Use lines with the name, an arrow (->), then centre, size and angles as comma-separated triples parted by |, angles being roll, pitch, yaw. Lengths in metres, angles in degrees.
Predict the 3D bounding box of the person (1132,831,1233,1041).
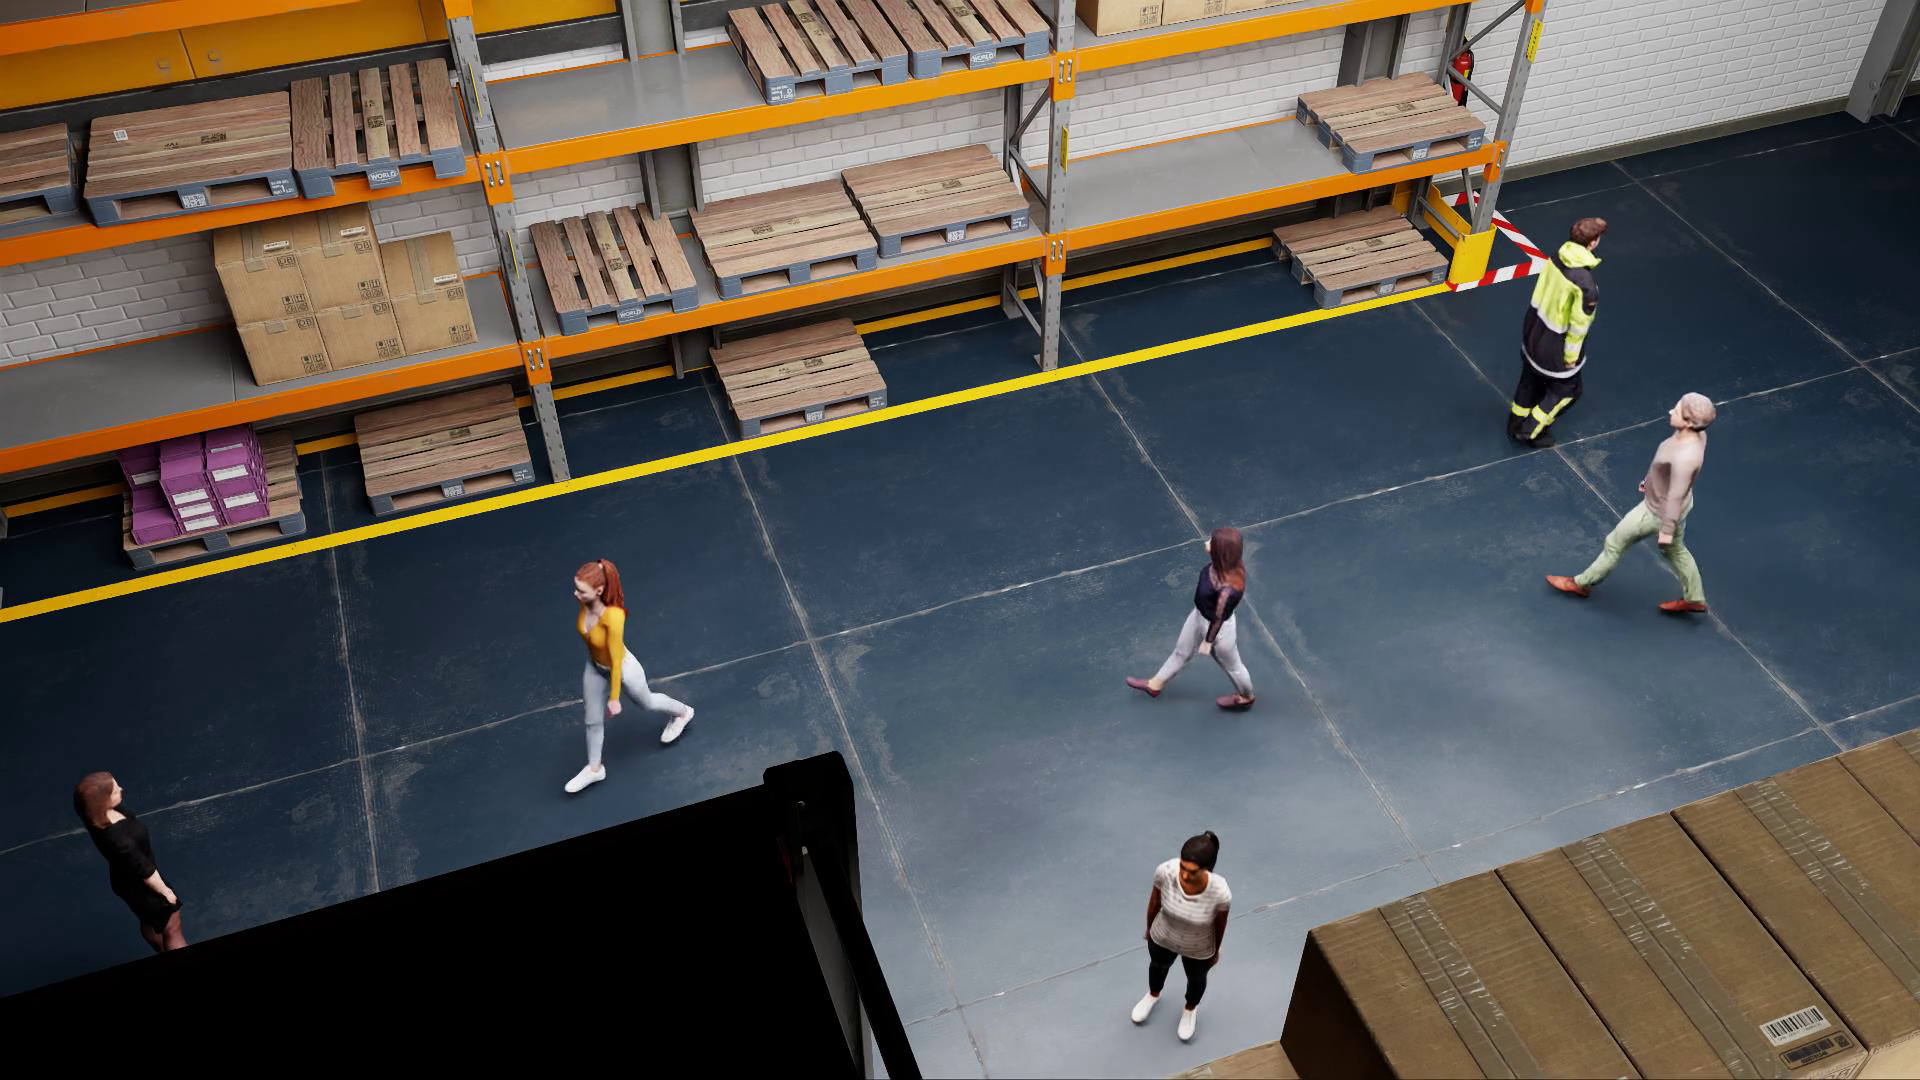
person -> 1.187, 2.081, 8.777 | 0.644, 1.645, 0.704 | 18, 46, 18

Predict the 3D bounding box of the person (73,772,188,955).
person -> -4.420, 1.853, 8.973 | 0.659, 1.705, 0.668 | 28, 50, 26

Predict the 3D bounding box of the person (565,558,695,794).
person -> -2.016, 0.767, 10.107 | 1.249, 1.713, 0.931 | -34, 53, -30

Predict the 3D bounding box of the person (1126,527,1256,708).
person -> 1.660, 0.546, 10.453 | 1.164, 1.556, 0.912 | 3, 44, 3

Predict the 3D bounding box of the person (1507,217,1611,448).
person -> 4.337, -1.498, 12.300 | 0.713, 1.967, 0.809 | -10, 44, -10

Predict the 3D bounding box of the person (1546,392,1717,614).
person -> 4.745, -0.174, 11.002 | 1.276, 1.840, 1.275 | 21, 47, 20
